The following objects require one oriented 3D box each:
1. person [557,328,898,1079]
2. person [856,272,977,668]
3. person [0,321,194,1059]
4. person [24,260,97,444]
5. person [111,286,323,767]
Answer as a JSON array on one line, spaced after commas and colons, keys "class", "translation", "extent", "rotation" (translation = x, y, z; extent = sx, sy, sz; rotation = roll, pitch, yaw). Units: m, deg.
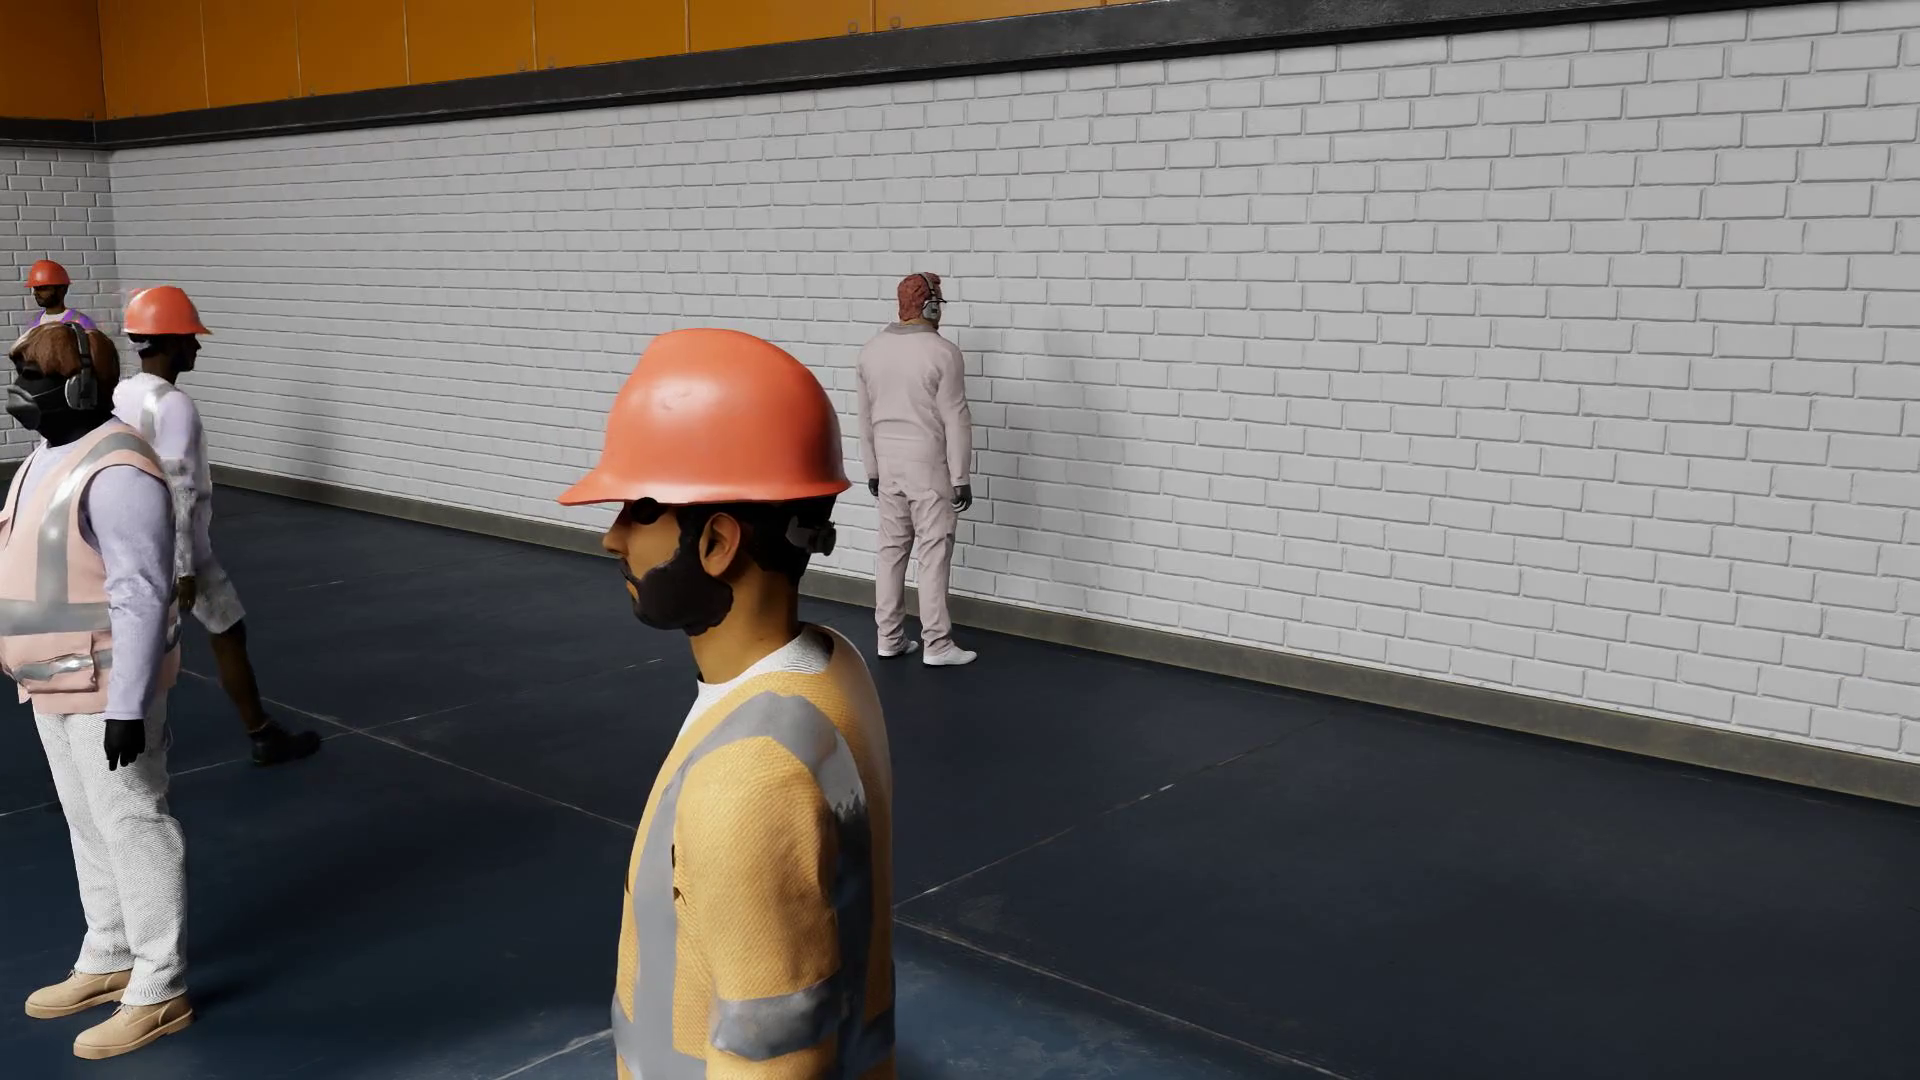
[{"class": "person", "translation": [-0.244, 0.737, 1.879], "extent": [0.354, 1.939, 0.545], "rotation": [0, 10, -2]}, {"class": "person", "translation": [-0.189, -0.336, 8.075], "extent": [0.654, 1.906, 0.408], "rotation": [8, 13, 38]}, {"class": "person", "translation": [-2.210, 0.372, 4.227], "extent": [0.626, 1.846, 0.429], "rotation": [10, 14, 43]}, {"class": "person", "translation": [-6.202, -0.949, 11.474], "extent": [0.542, 1.939, 0.362], "rotation": [3, 10, 16]}, {"class": "person", "translation": [-2.953, 0.004, 6.208], "extent": [0.558, 1.890, 0.977], "rotation": [8, 12, 37]}]
